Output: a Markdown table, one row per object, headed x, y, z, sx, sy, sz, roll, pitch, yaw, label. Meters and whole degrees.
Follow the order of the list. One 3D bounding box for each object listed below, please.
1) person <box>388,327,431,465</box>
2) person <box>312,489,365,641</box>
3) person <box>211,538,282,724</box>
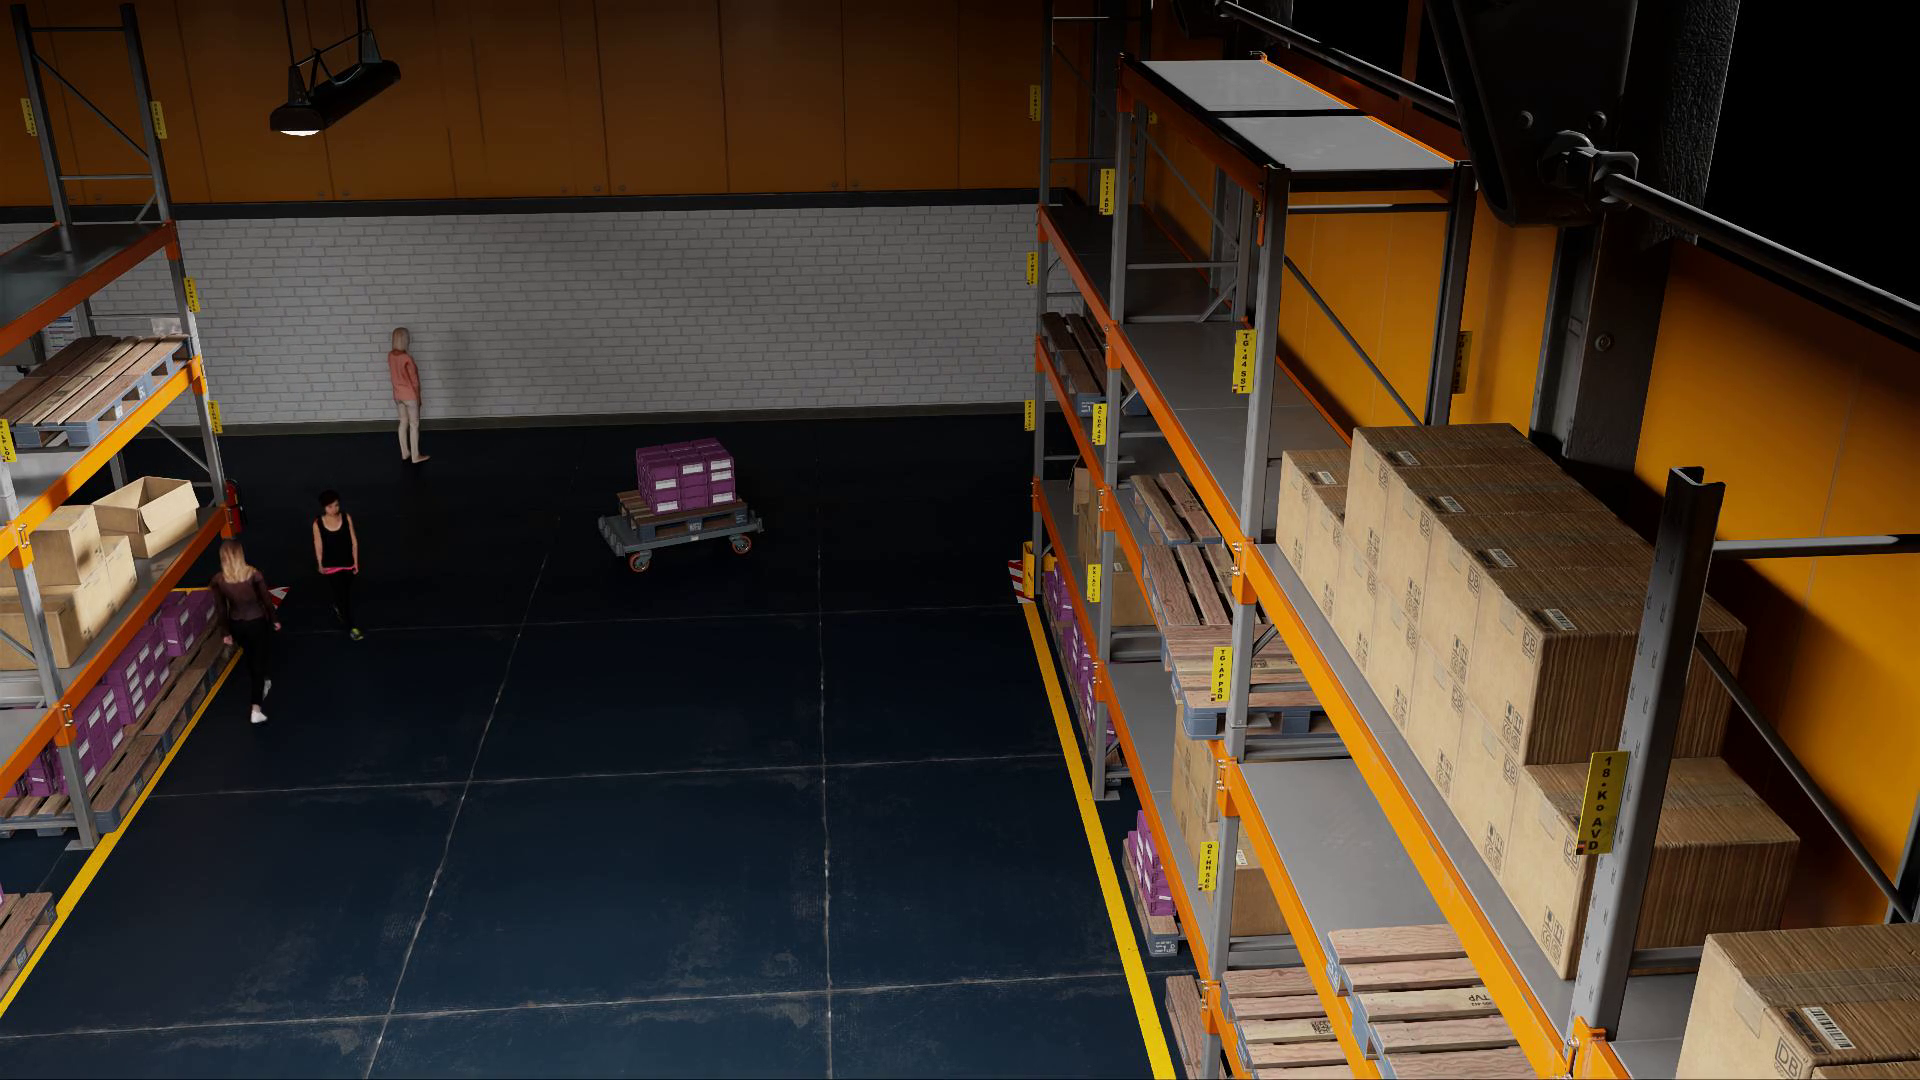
| x | y | z | sx | sy | sz | roll | pitch | yaw | label |
| --- | --- | --- | --- | --- | --- | --- | --- | --- | --- |
| -6.920 | -1.816 | 20.763 | 0.669 | 1.725 | 0.699 | 14 | 27 | 28 | person |
| -6.162 | 0.193 | 16.435 | 0.964 | 1.508 | 1.127 | -18 | 30 | -36 | person |
| -6.329 | 0.833 | 14.776 | 0.614 | 1.665 | 1.090 | -2 | 24 | -4 | person |
